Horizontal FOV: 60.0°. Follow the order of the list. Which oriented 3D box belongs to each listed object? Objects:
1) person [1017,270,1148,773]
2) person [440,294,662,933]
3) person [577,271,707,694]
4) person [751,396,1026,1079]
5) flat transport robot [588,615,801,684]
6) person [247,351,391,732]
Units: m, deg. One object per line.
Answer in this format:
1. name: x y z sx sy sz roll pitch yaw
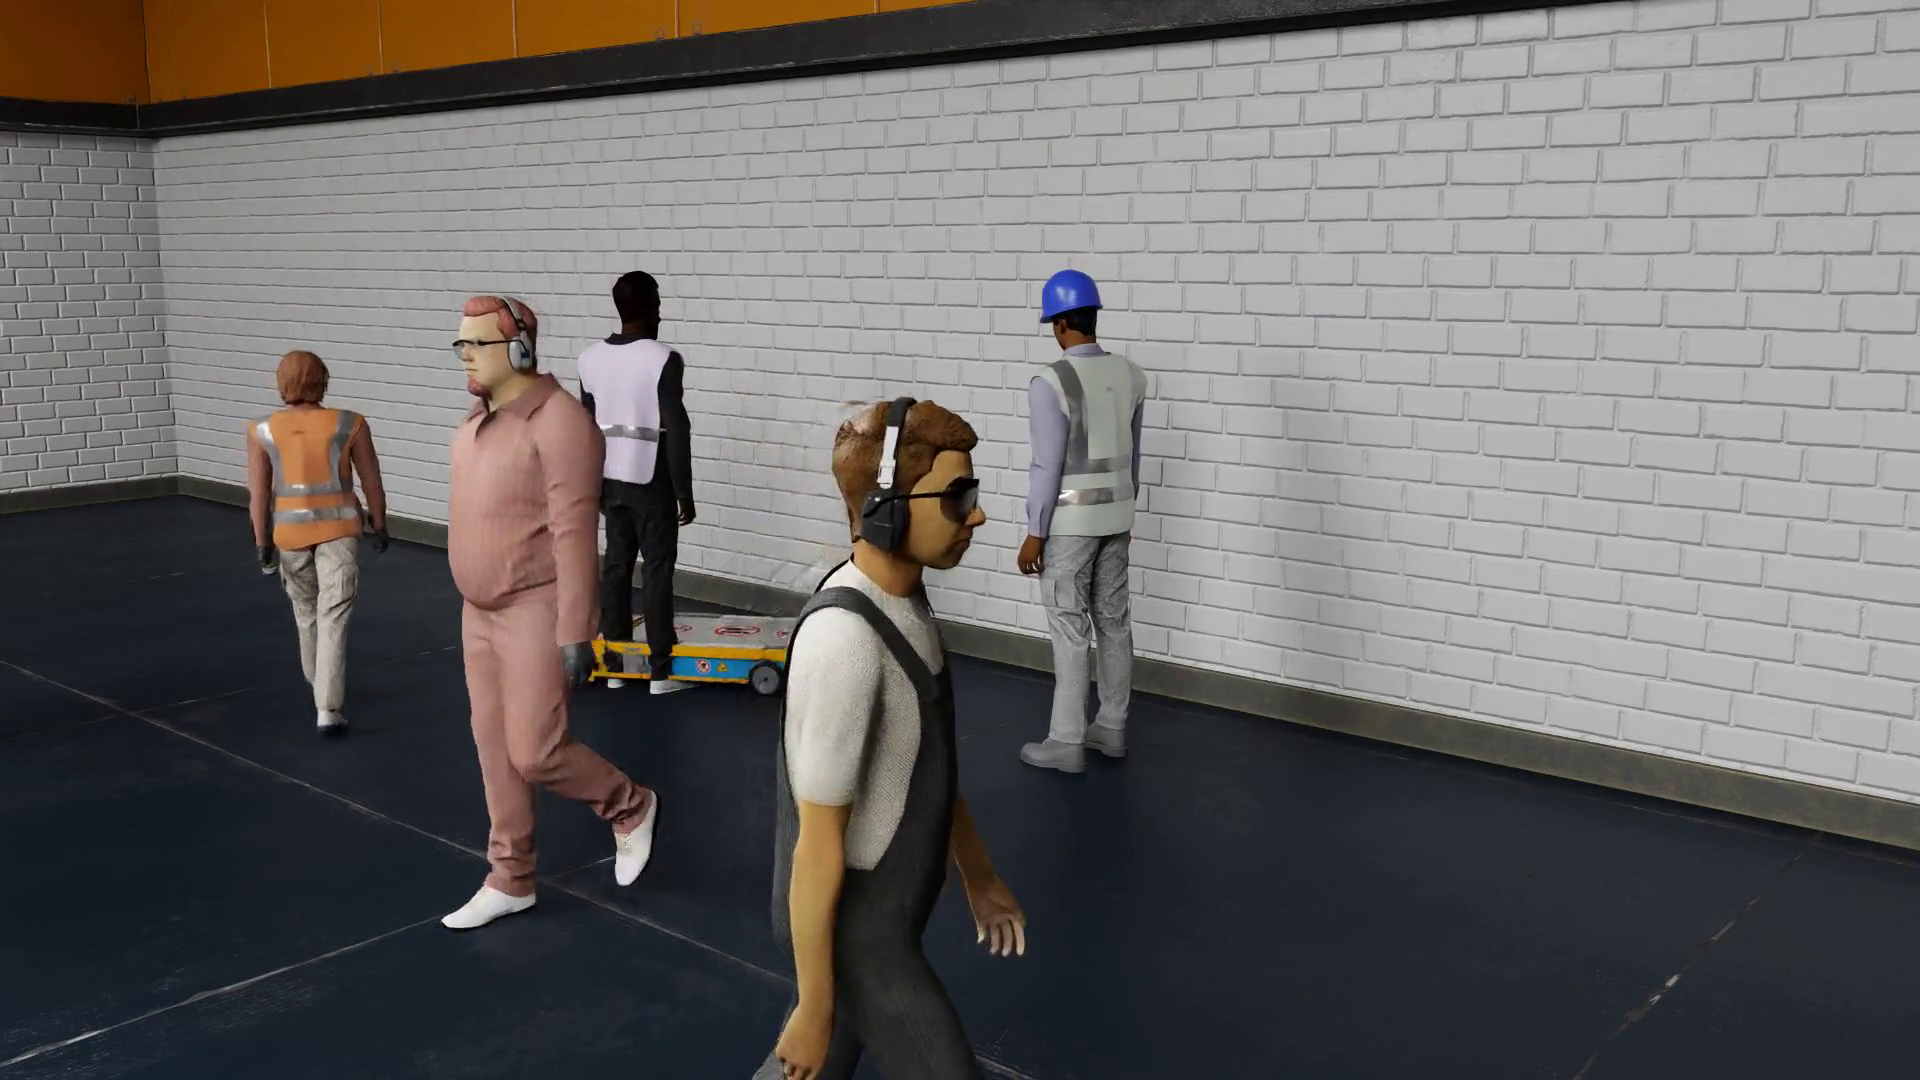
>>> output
1. person: 0.463 -0.069 6.468 0.602 1.938 0.401 -10 14 -43
2. person: -1.270 0.215 4.976 0.666 1.892 0.600 9 14 43
3. person: -1.467 -0.254 7.576 0.587 1.920 0.391 6 11 30
4. person: -0.123 0.653 2.794 0.986 1.795 0.531 0 10 2
5. flat transport robot: -1.132 0.519 7.861 1.431 0.197 0.652 2 10 11
6. person: -2.741 -0.008 7.115 0.524 1.593 0.875 -1 10 -7
